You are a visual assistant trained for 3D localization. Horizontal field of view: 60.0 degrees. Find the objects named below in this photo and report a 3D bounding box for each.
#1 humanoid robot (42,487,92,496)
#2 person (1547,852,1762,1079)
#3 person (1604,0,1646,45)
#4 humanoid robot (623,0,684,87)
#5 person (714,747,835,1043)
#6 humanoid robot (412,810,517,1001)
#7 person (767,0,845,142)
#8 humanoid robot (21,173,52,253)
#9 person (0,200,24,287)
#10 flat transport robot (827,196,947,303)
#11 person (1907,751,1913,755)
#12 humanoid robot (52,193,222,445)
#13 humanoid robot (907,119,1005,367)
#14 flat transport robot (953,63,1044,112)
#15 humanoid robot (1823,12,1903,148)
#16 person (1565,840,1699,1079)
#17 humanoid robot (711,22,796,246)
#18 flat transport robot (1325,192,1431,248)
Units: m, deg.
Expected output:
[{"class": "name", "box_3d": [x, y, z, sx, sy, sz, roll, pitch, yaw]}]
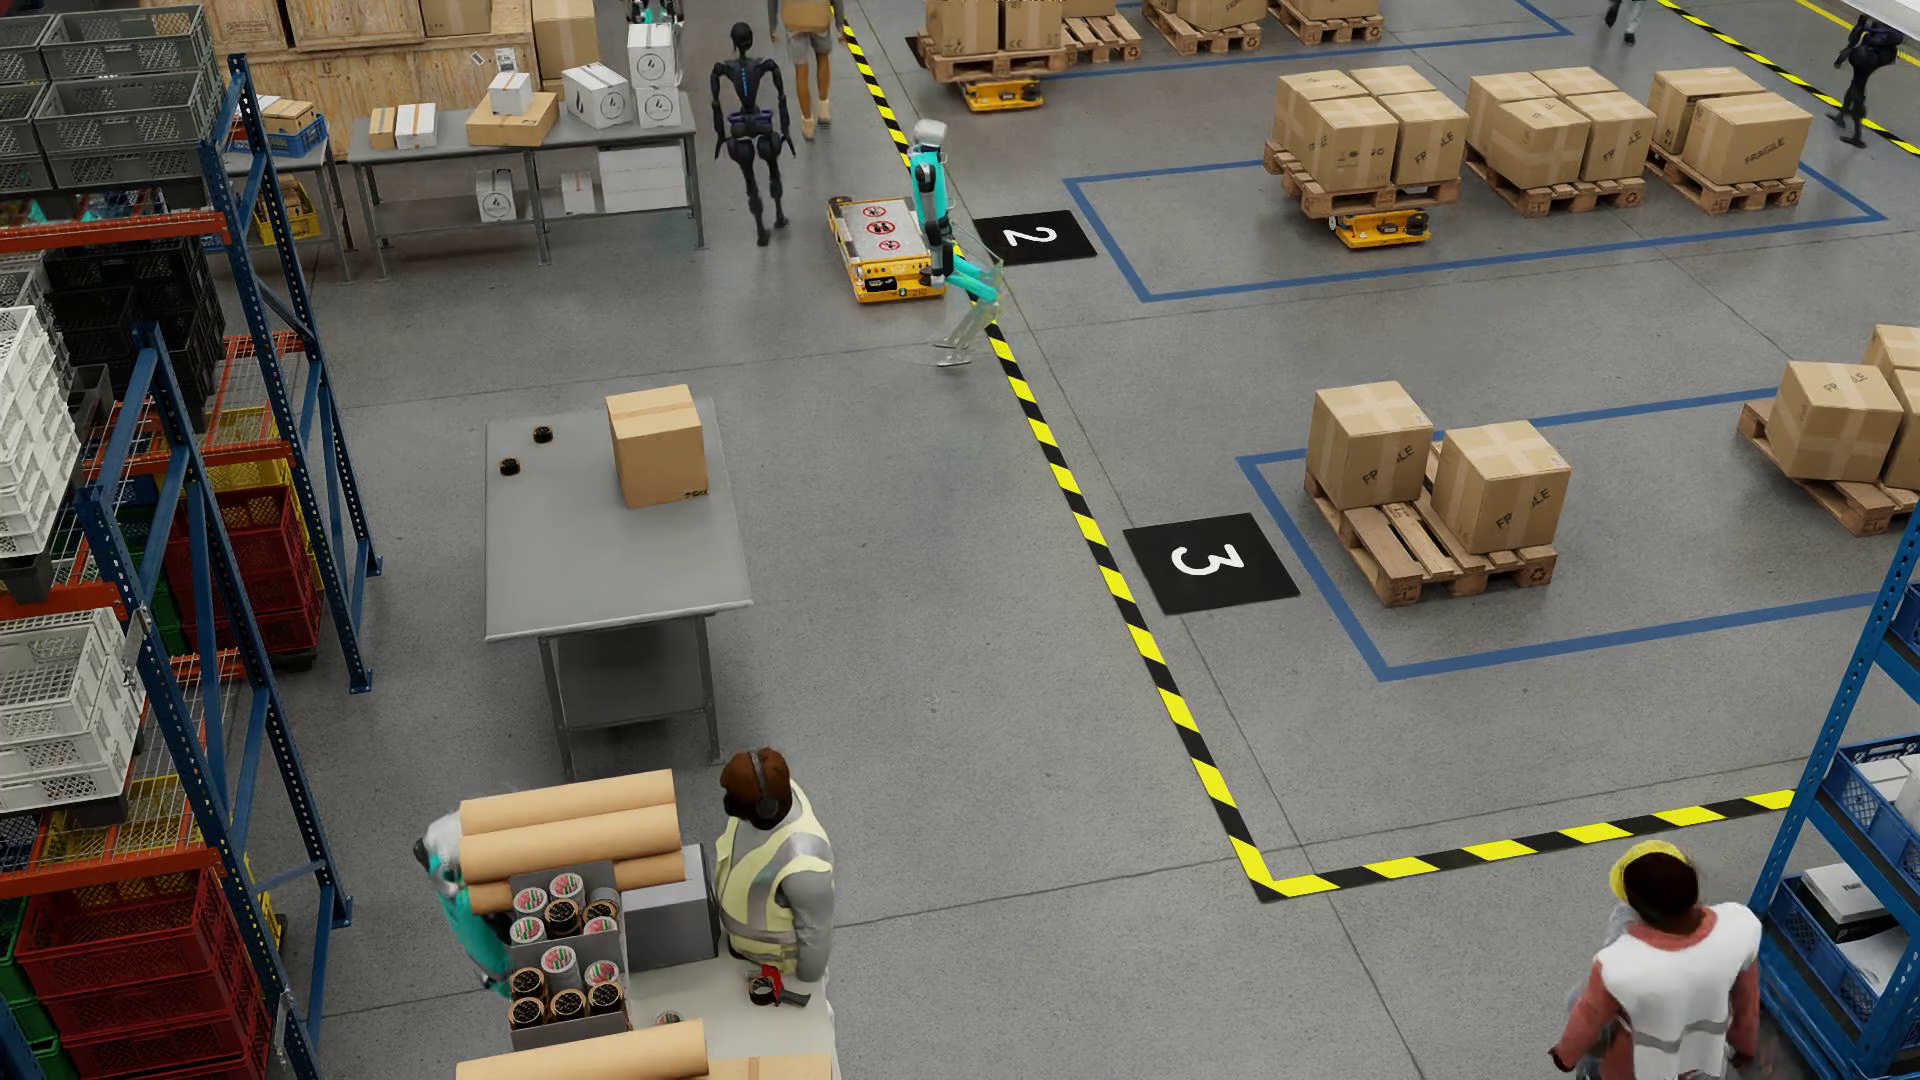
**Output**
[{"class": "humanoid robot", "box_3d": [-5.507, -0.951, 9.689, 0.574, 1.643, 0.589, -11, 38, -14]}, {"class": "person", "box_3d": [2.414, 1.759, 5.852, 0.690, 1.859, 0.493, -12, 38, -16]}, {"class": "person", "box_3d": [6.531, -5.683, 15.892, 0.607, 1.812, 0.464, 9, 38, 12]}, {"class": "humanoid robot", "box_3d": [-2.663, -4.718, 14.702, 0.543, 1.760, 1.039, 2, 37, 3]}, {"class": "person", "box_3d": [-0.688, 1.474, 6.256, 0.429, 1.839, 0.633, -16, 40, -21]}, {"class": "humanoid robot", "box_3d": [-1.518, 1.567, 6.228, 0.542, 1.774, 0.819, 29, 45, 33]}, {"class": "person", "box_3d": [-1.303, -4.397, 13.992, 0.629, 2.020, 0.624, -6, 37, -8]}, {"class": "humanoid robot", "box_3d": [-5.939, -1.640, 10.583, 0.560, 1.836, 0.880, 29, 45, 33]}, {"class": "person", "box_3d": [-6.367, -1.982, 10.930, 0.639, 1.804, 0.544, 3, 37, 4]}, {"class": "flat transport robot", "box_3d": [-0.570, -2.220, 12.538, 0.659, 0.231, 1.431, -8, 37, -10]}, {"class": "person", "box_3d": [4.458, 0.739, 7.235, 0.391, 1.849, 0.596, -6, 37, -8]}, {"class": "humanoid robot", "box_3d": [-5.023, -1.500, 10.402, 0.551, 1.775, 1.013, 25, 44, 30]}, {"class": "humanoid robot", "box_3d": [0.034, -1.912, 10.781, 0.735, 1.677, 0.533, -1, 37, -1]}, {"class": "flat transport robot", "box_3d": [0.275, -4.331, 15.352, 0.652, 0.197, 1.431, -8, 37, -10]}, {"class": "humanoid robot", "box_3d": [7.657, -4.194, 14.027, 0.616, 1.634, 0.641, -15, 39, -19]}, {"class": "person", "box_3d": [2.444, 1.665, 6.107, 0.396, 1.699, 0.540, 15, 39, 19]}, {"class": "humanoid robot", "box_3d": [-1.551, -3.048, 12.480, 0.612, 1.643, 0.509, -3, 37, -5]}, {"class": "flat transport robot", "box_3d": [3.134, -2.740, 13.213, 0.652, 0.197, 1.431, -8, 37, -10]}]
